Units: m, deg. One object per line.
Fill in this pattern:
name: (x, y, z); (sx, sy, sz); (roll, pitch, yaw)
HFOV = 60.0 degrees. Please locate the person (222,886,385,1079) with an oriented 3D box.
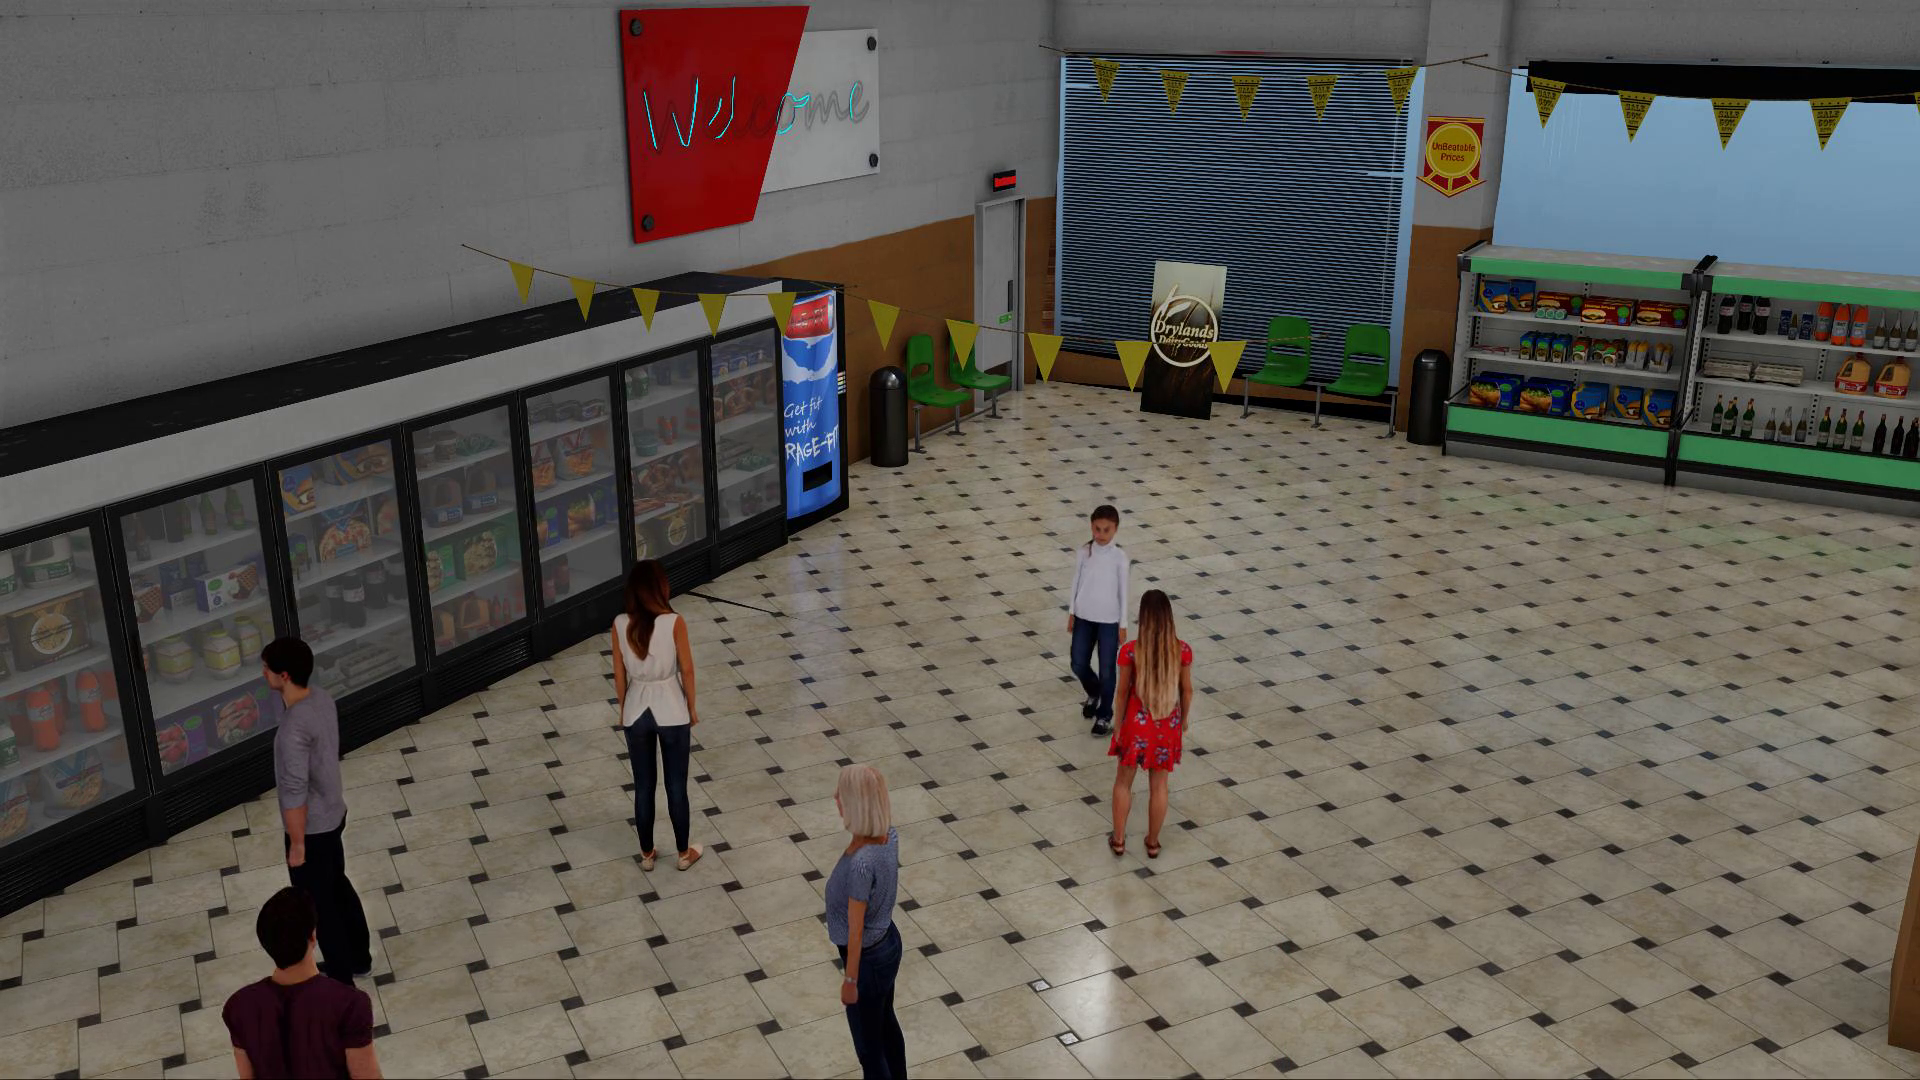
person: (-2.166, 2.072, 5.570); (1.003, 1.828, 1.010); (0, 19, 0)

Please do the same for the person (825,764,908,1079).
person: (-0.358, 1.706, 6.824); (0.620, 1.721, 0.623); (3, 19, 8)

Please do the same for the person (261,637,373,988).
person: (-3.015, 1.316, 7.797); (0.756, 1.838, 0.725); (-3, 19, -8)

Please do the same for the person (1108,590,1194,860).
person: (1.048, 1.036, 9.018); (0.677, 1.589, 0.772); (0, 19, 1)

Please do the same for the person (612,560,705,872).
person: (-1.637, 0.956, 8.950); (0.603, 1.783, 0.720); (1, 19, 4)

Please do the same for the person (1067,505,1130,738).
person: (0.918, 0.486, 10.712); (0.612, 1.549, 0.665); (6, 19, 17)
